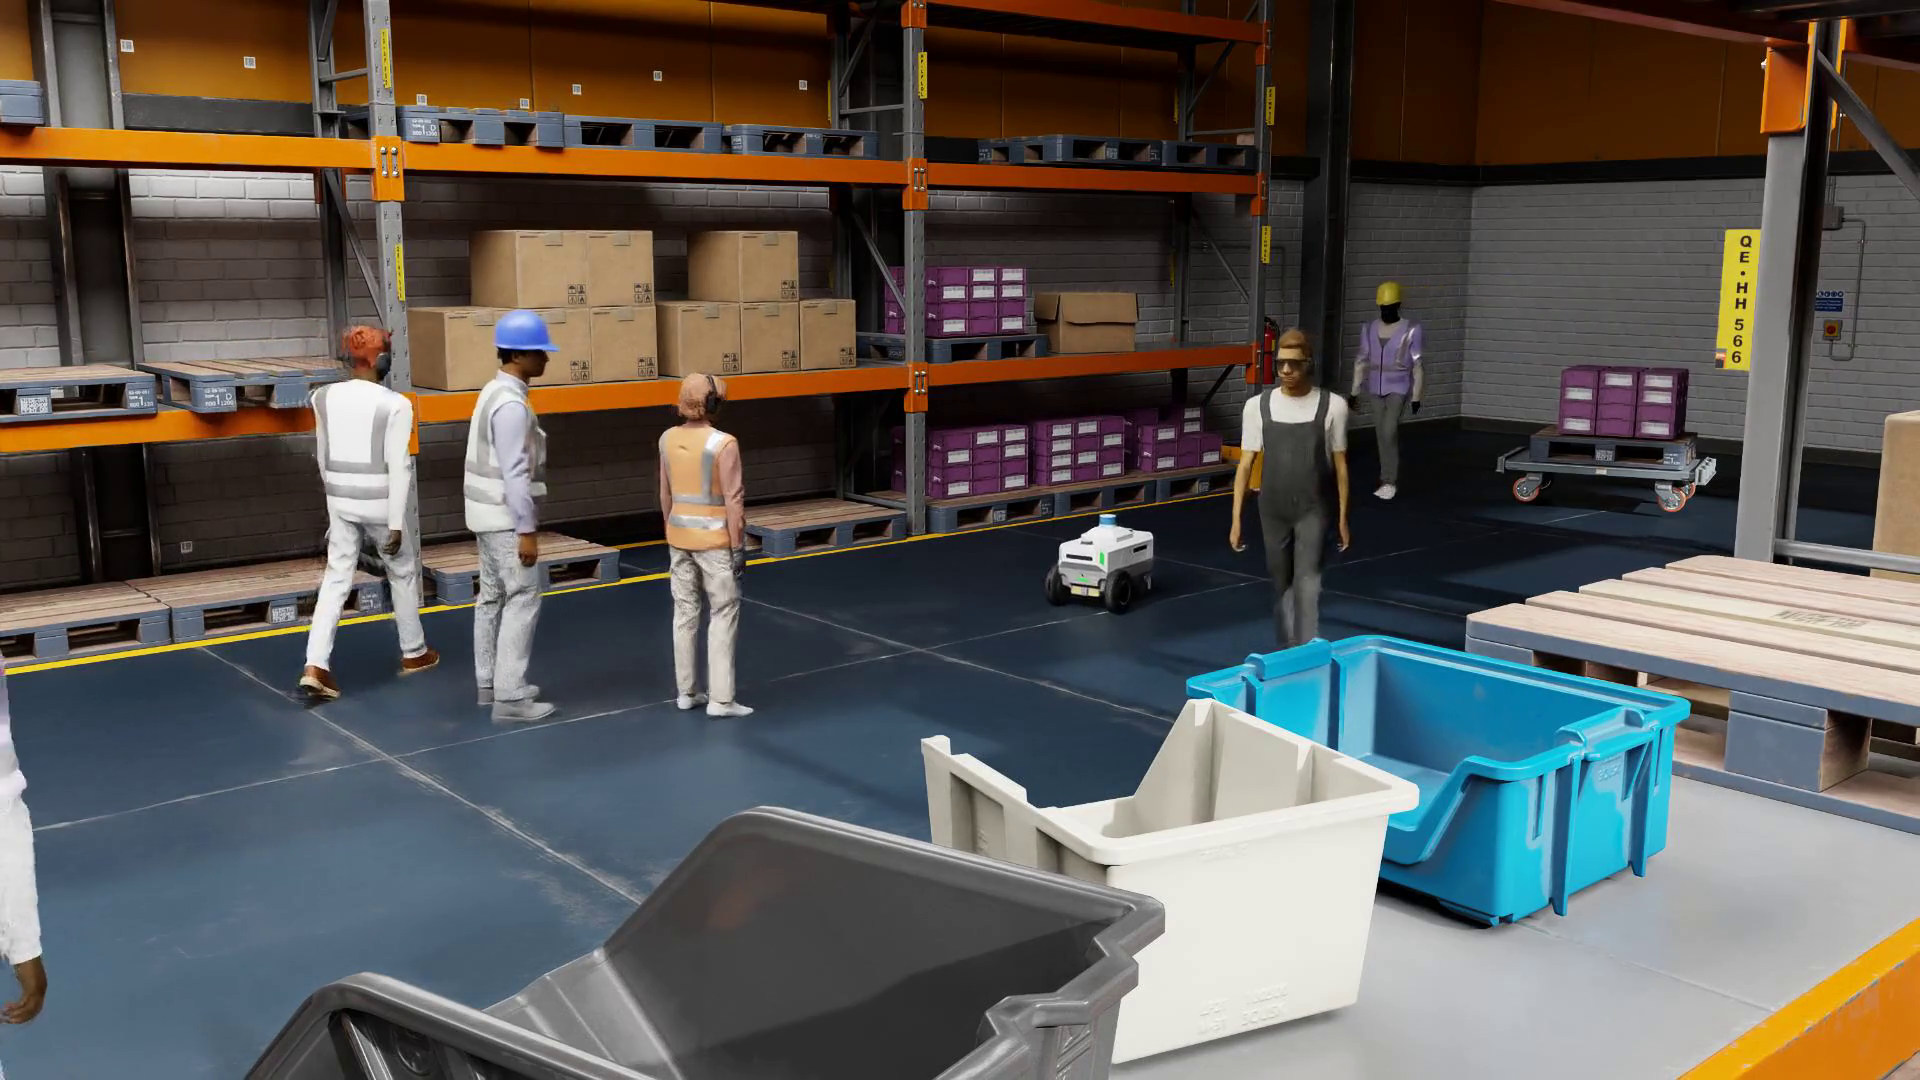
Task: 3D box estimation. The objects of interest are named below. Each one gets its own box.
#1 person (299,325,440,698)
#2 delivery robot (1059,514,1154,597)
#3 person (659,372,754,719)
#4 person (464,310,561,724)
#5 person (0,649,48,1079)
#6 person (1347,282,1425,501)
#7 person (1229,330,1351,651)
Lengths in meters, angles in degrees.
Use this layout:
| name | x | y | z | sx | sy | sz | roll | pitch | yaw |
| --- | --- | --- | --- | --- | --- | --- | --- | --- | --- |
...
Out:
| name | x | y | z | sx | sy | sz | roll | pitch | yaw |
| --- | --- | --- | --- | --- | --- | --- | --- | --- | --- |
| person | -2.991 | -0.147 | 8.299 | 0.584 | 1.844 | 0.995 | 2 | 10 | 10 |
| delivery robot | 0.914 | 0.084 | 10.319 | 0.477 | 0.478 | 0.707 | 7 | 12 | 33 |
| person | -1.219 | 0.031 | 7.866 | 0.546 | 1.635 | 0.313 | 7 | 12 | 35 |
| person | -2.080 | -0.106 | 7.823 | 0.473 | 1.928 | 0.613 | -3 | 11 | -19 |
| person | -2.014 | 0.768 | 3.017 | 0.561 | 1.899 | 0.778 | -1 | 10 | -8 |
| person | 3.716 | -1.299 | 14.557 | 0.611 | 1.898 | 0.586 | -9 | 14 | -42 |
| person | 1.575 | -0.088 | 8.002 | 0.542 | 1.815 | 0.801 | 4 | 11 | 23 |
